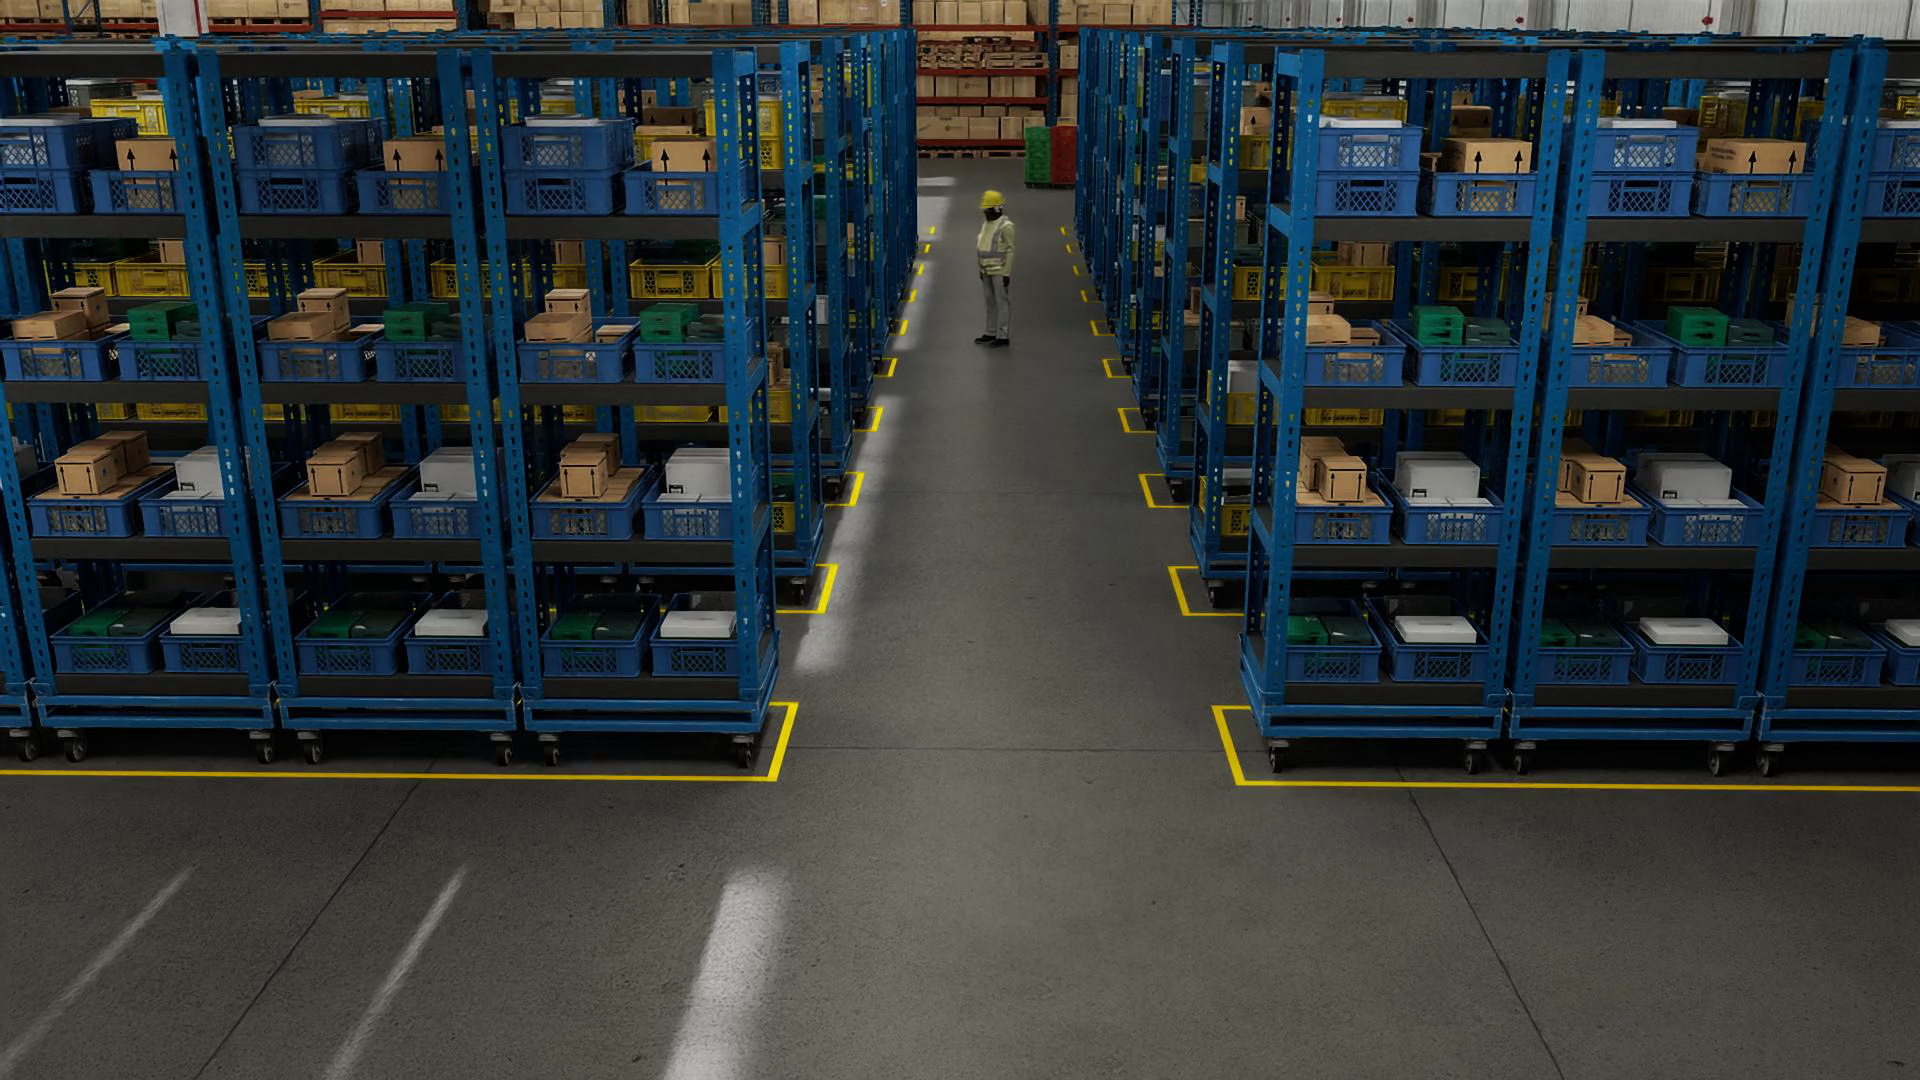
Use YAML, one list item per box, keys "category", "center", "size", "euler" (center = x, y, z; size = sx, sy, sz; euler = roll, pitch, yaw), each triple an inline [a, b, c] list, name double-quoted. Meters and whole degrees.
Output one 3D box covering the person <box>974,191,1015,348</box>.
- category: "person"
  center: [0.404, -3.166, 19.472]
  size: [0.404, 1.820, 0.591]
  euler: [-10, 20, -30]
